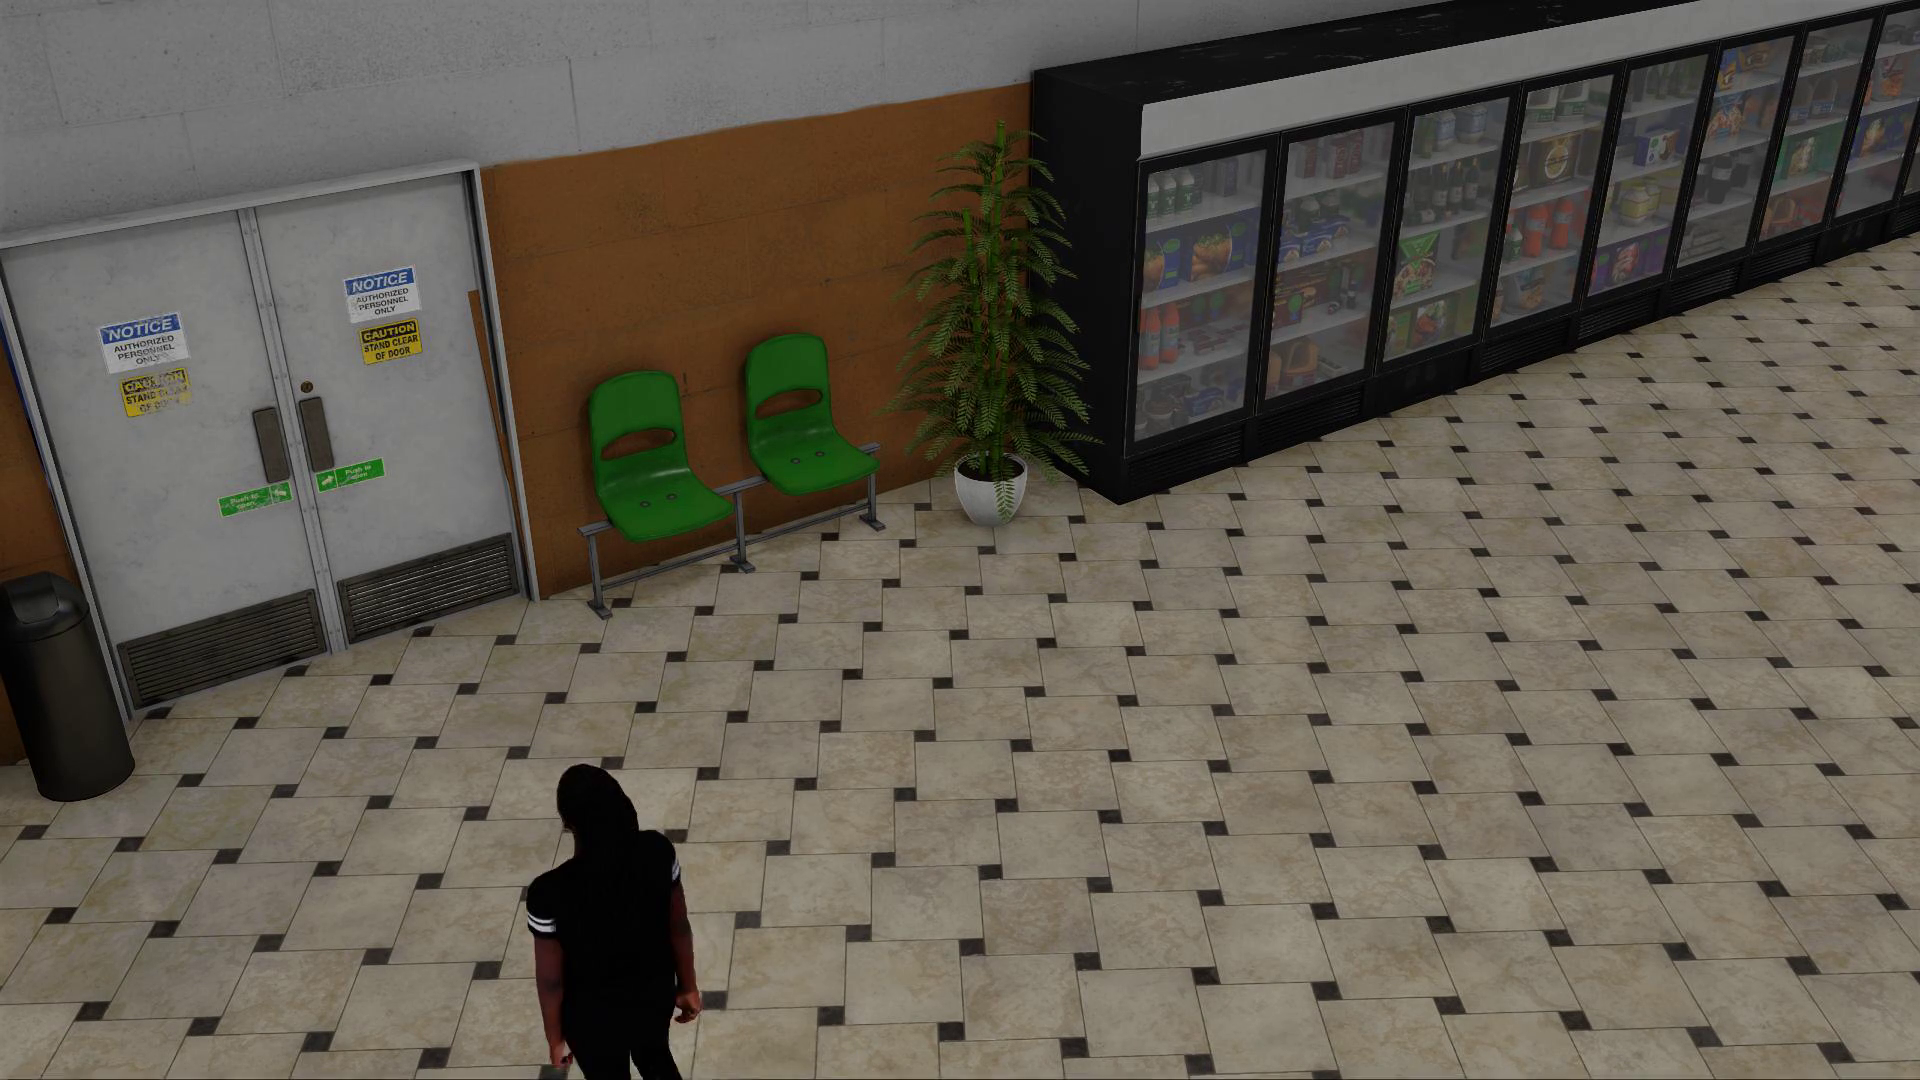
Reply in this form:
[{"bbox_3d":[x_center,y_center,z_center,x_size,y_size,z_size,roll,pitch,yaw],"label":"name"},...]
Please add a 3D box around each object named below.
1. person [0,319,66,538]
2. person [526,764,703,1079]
[{"bbox_3d":[-4.721,-0.723,8.599,0.732,1.828,0.863,12,31,21],"label":"person"},{"bbox_3d":[-0.946,1.401,4.819,0.606,1.722,0.802,-19,34,-30],"label":"person"}]
